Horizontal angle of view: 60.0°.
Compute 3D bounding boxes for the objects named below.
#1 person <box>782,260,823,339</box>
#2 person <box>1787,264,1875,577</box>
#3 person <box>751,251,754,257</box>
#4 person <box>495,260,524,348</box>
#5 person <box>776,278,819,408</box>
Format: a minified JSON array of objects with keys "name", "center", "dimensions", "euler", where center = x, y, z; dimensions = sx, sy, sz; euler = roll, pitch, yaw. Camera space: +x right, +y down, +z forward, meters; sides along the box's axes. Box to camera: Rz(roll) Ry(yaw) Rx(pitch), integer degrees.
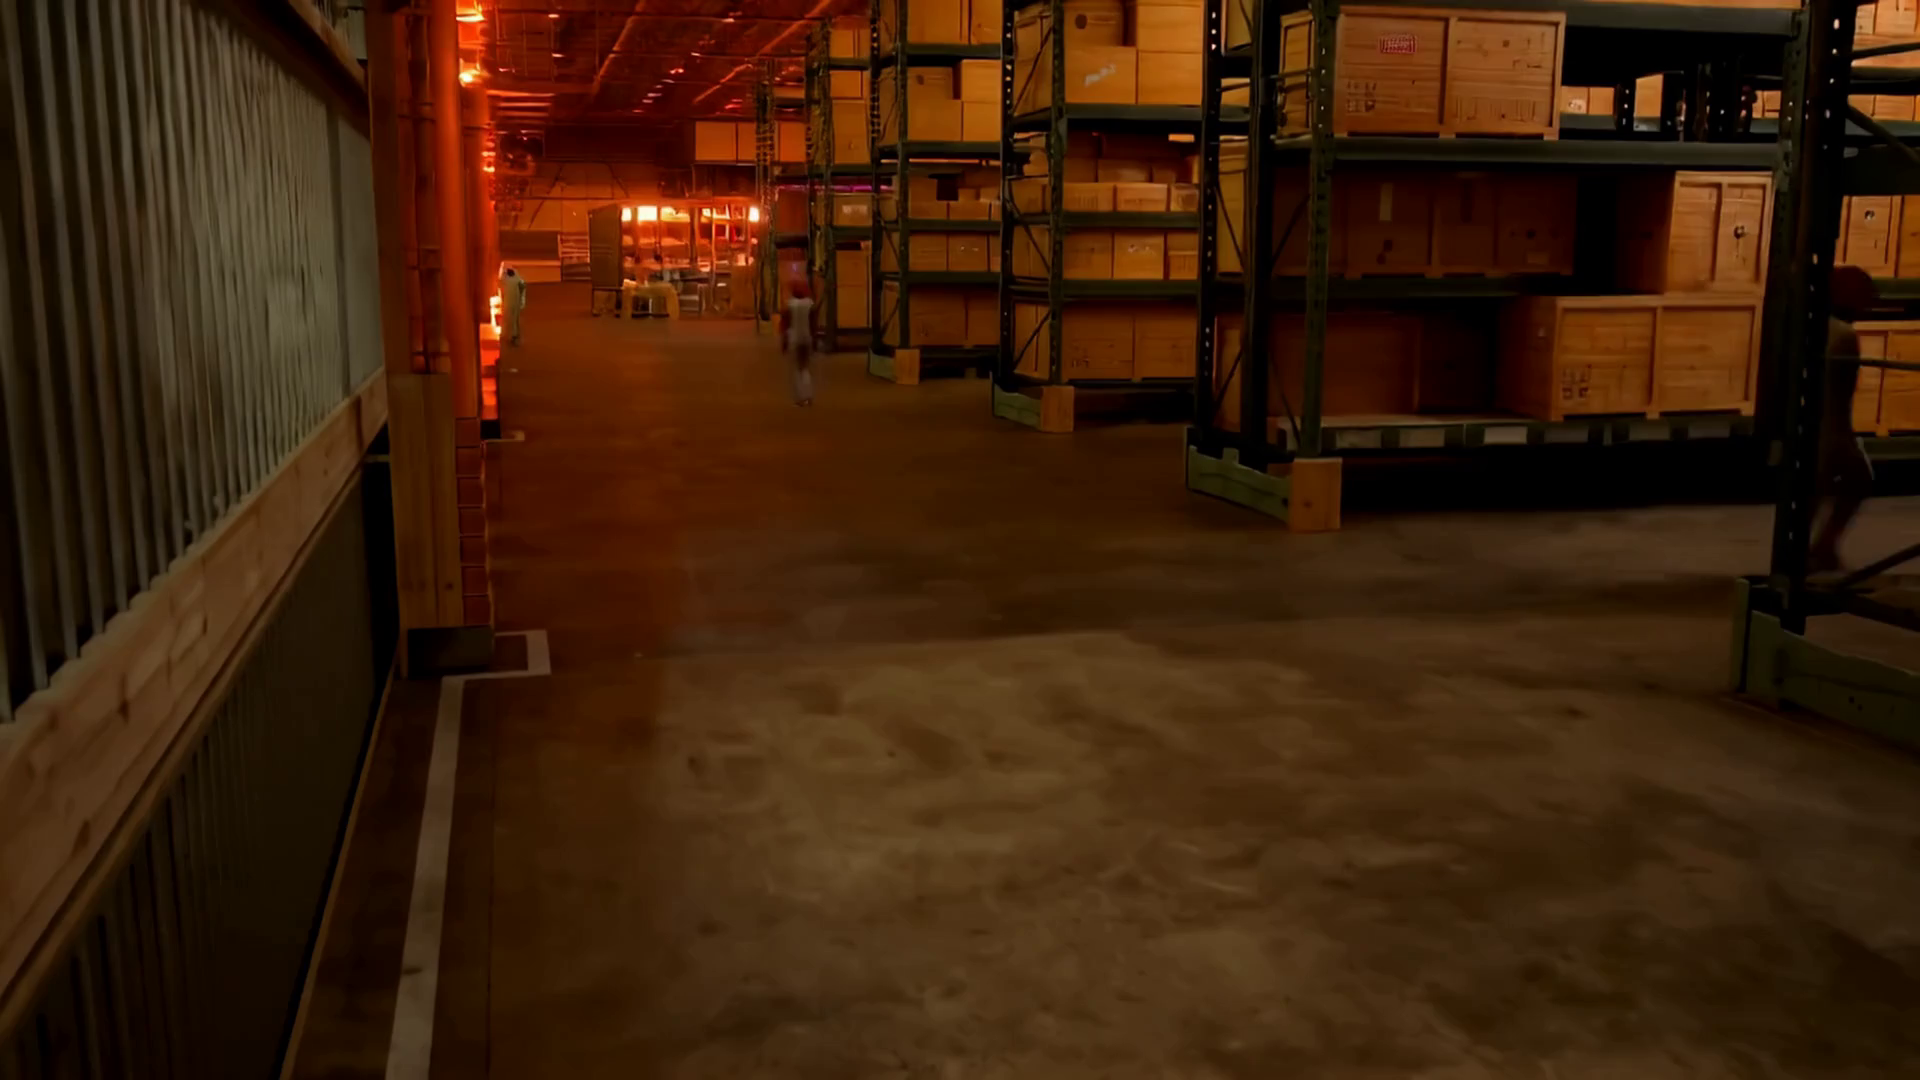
[{"name":"person","center":[-3.456,-5.275,36.542],"dimensions":[0.914,1.727,0.522],"euler":[-1,10,-8]},{"name":"person","center":[5.131,-0.633,9.679],"dimensions":[0.620,1.915,0.653],"euler":[5,11,27]},{"name":"person","center":[-10.131,-13.172,80.971],"dimensions":[0.570,1.819,0.686],"euler":[5,11,25]},{"name":"person","center":[-9.011,-4.717,33.287],"dimensions":[0.559,1.747,0.331],"euler":[-3,10,-17]},{"name":"person","center":[-2.036,-2.463,20.888],"dimensions":[0.522,1.625,0.394],"euler":[-7,12,-33]}]
